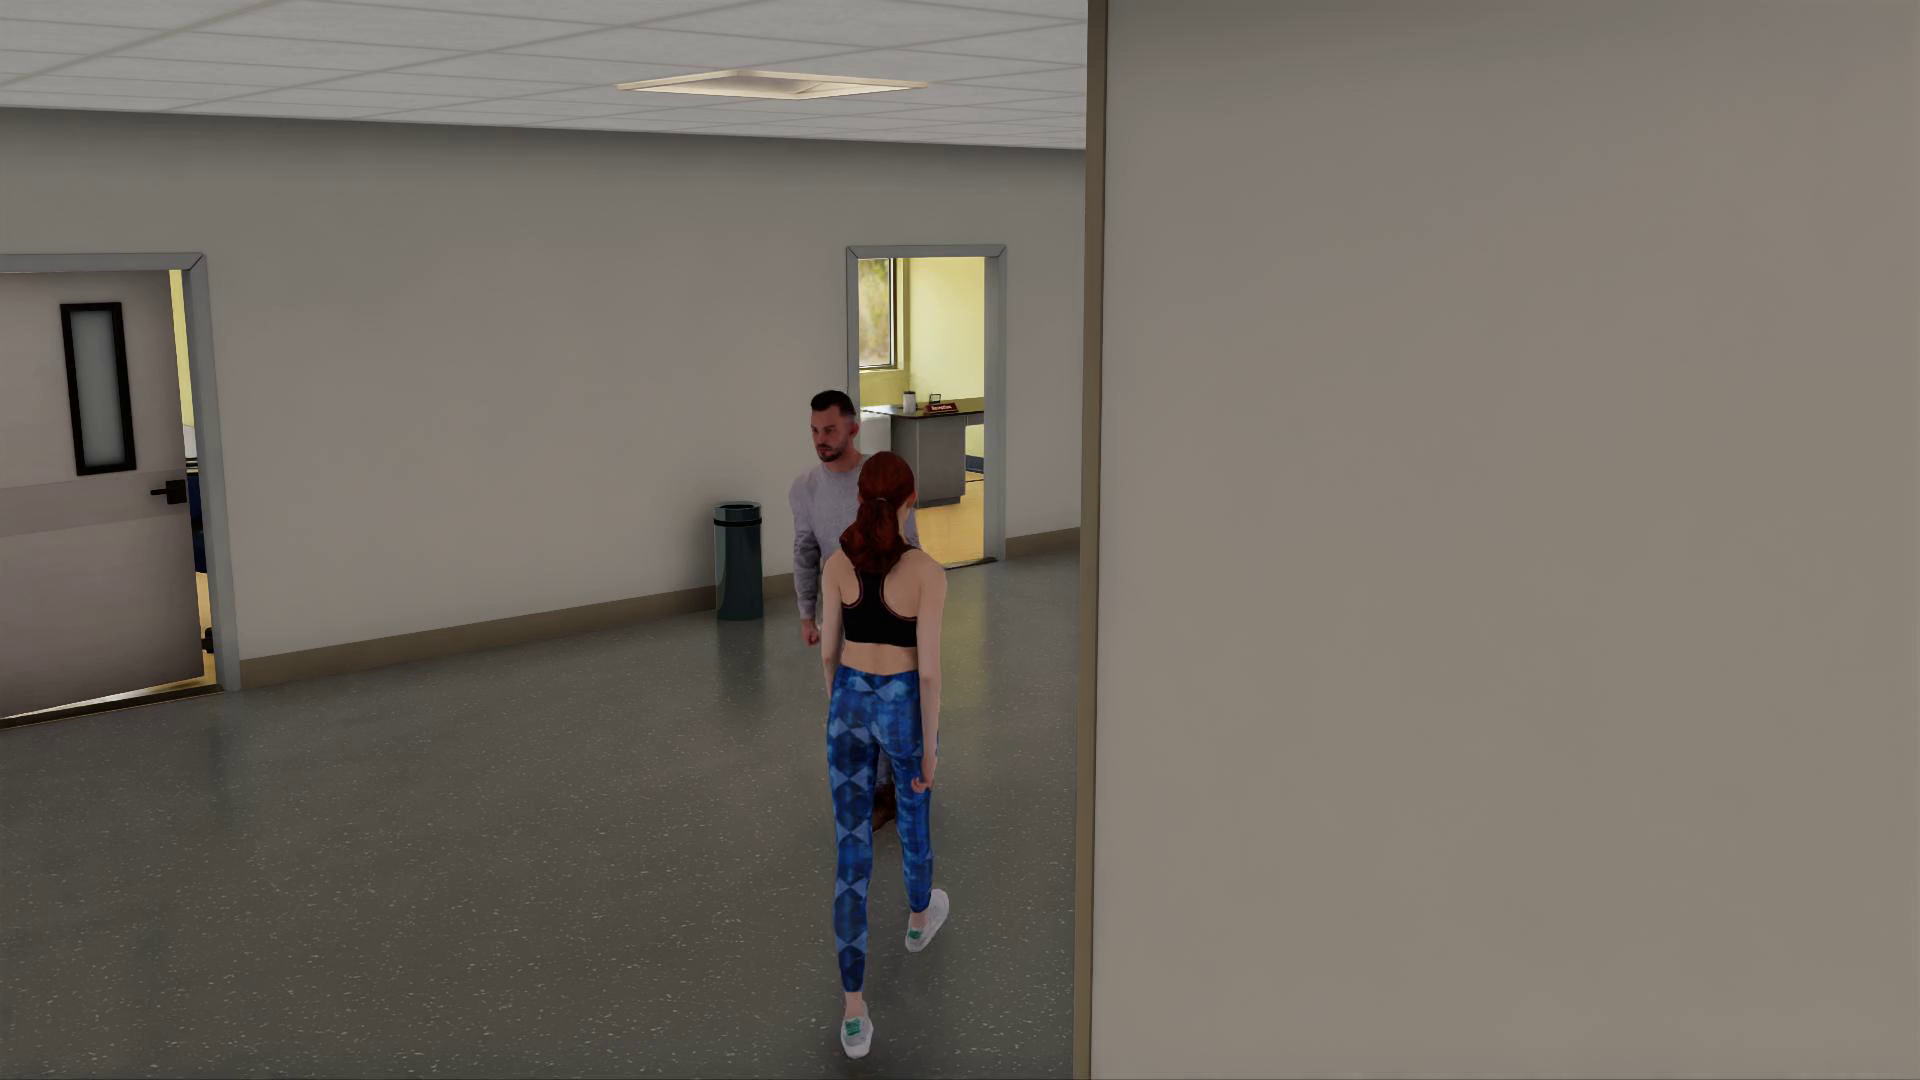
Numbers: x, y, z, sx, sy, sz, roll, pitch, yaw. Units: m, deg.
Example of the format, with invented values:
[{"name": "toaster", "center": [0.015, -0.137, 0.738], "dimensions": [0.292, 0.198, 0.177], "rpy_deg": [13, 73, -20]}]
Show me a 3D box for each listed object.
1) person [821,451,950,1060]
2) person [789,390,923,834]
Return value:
[{"name": "person", "center": [-0.258, 0.667, 4.969], "dimensions": [1.095, 1.726, 1.278], "rpy_deg": [2, 11, 11]}, {"name": "person", "center": [-0.352, 0.288, 6.748], "dimensions": [0.842, 1.808, 0.845], "rpy_deg": [3, 11, 15]}]
